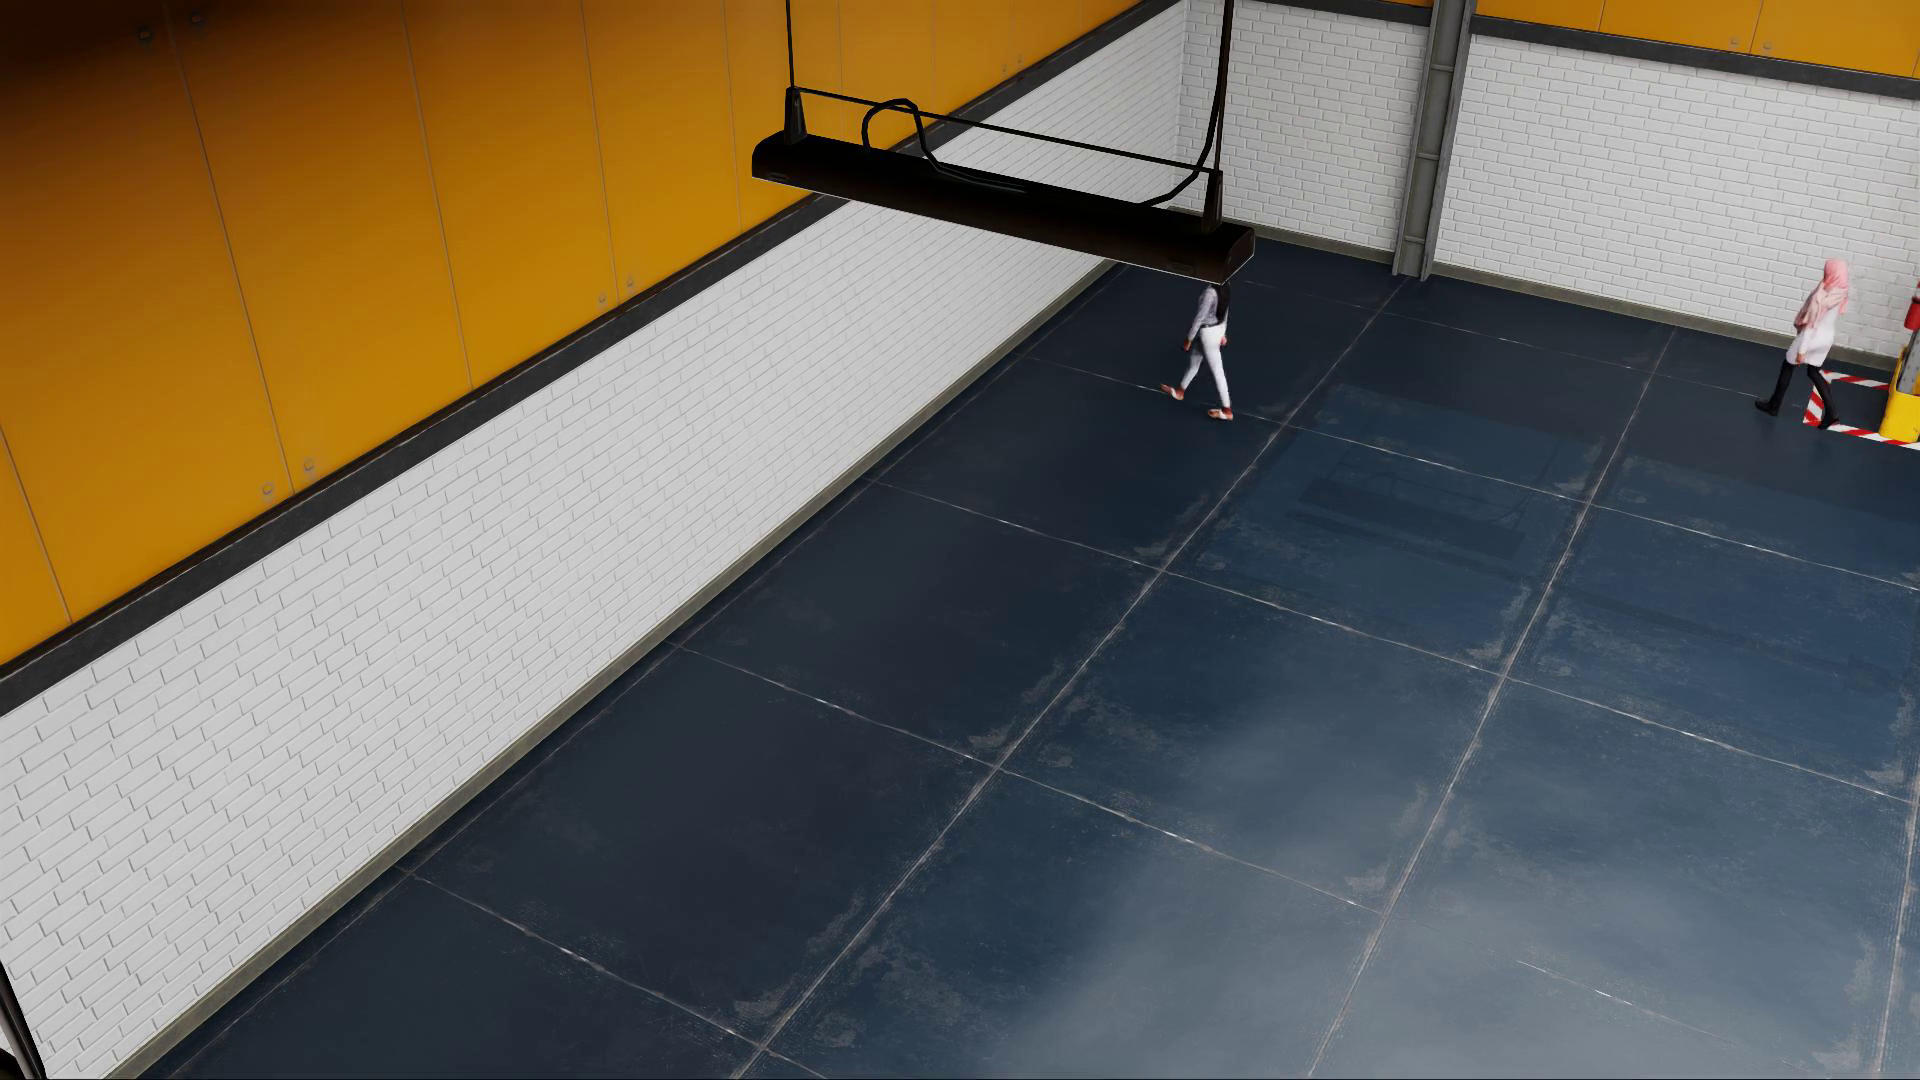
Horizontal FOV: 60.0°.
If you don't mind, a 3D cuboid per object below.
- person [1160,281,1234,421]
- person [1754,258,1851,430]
[{"bbox_3d":[2.560,-1.954,16.437,1.055,1.684,0.595,17,37,24],"label":"person"},{"bbox_3d":[8.416,-1.903,16.271,1.032,1.782,1.168,-15,36,-21],"label":"person"}]
